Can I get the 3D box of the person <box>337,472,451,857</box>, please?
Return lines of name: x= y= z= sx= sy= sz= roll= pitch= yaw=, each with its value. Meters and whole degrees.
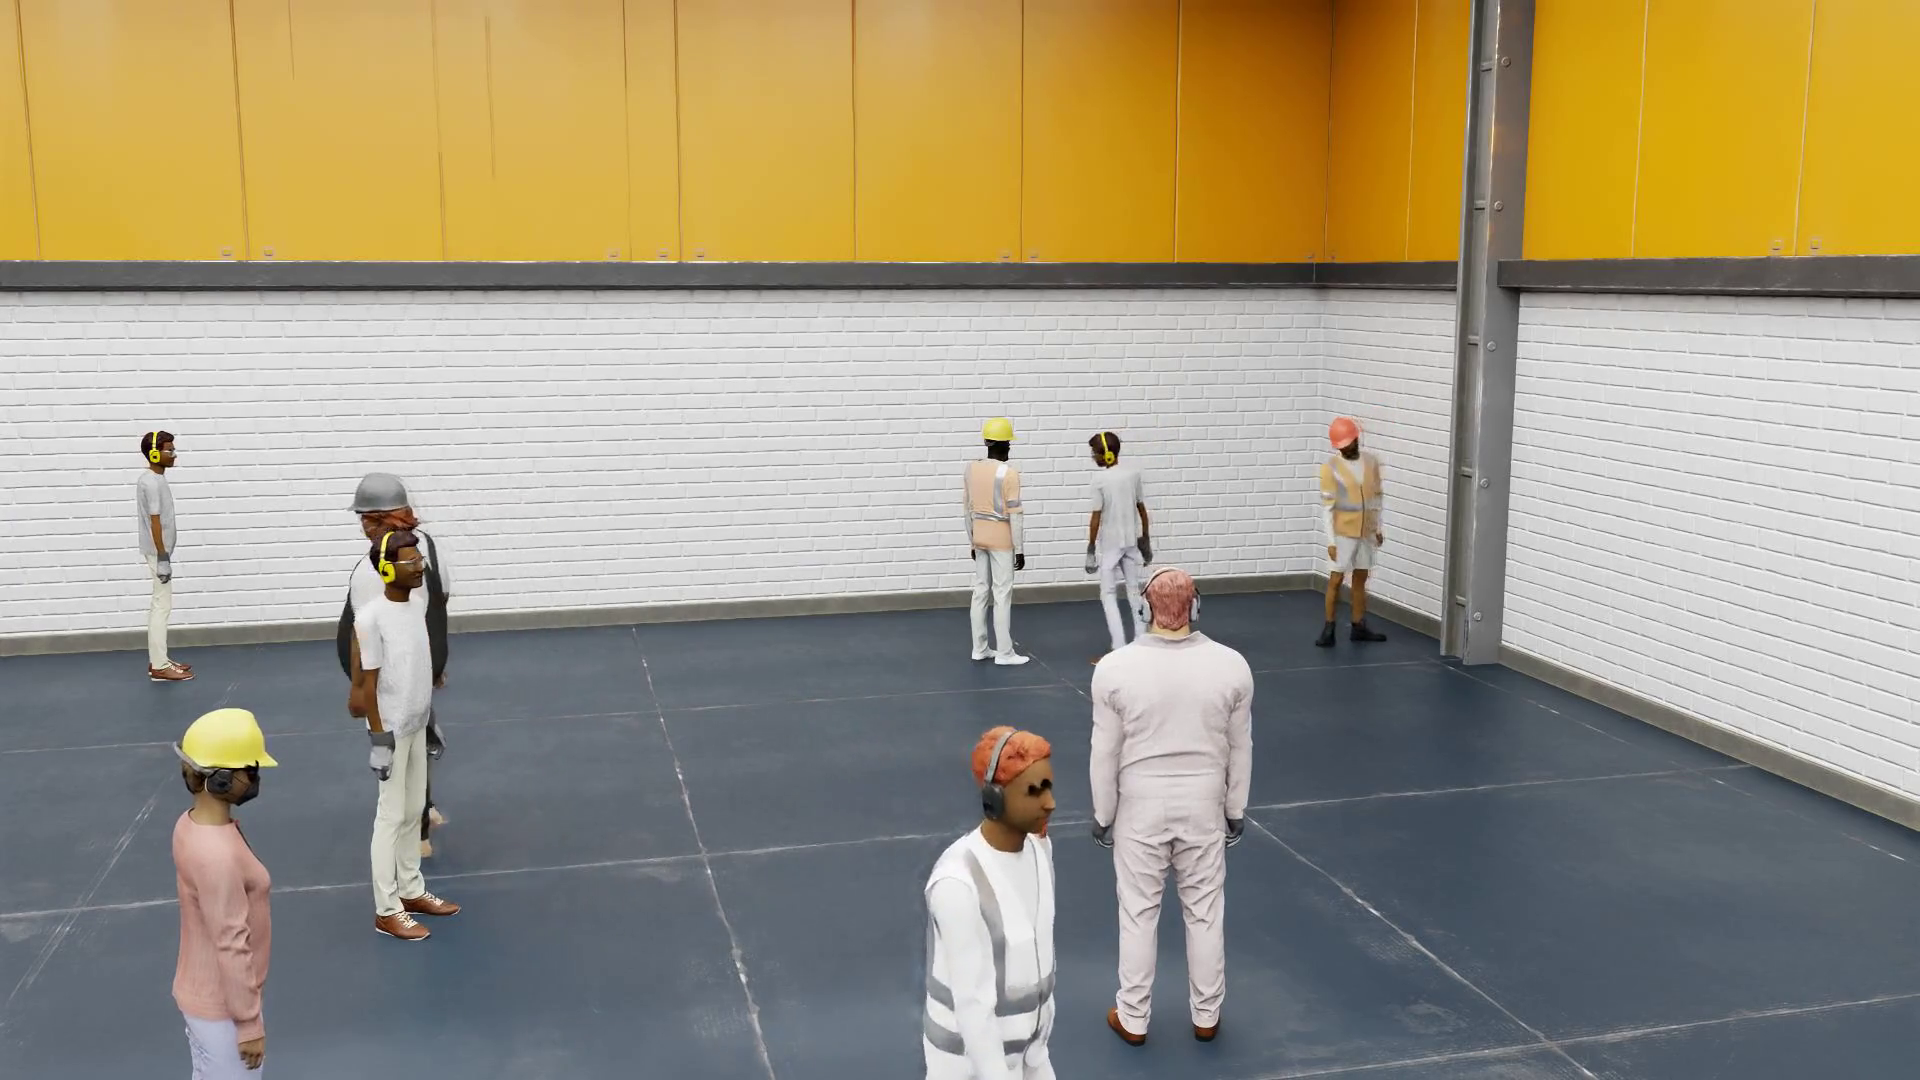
person: x=-2.938 y=0.646 z=8.592 sx=0.535 sy=2.000 sz=0.712 roll=1 pitch=9 yaw=6

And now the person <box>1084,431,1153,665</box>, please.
person: x=1.275 y=0.068 z=12.888 sx=0.697 sy=1.837 sz=0.306 roll=-6 pitch=11 yaw=-33

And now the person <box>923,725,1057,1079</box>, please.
person: x=0.150 y=1.410 z=4.481 sx=0.998 sy=1.824 sz=0.573 roll=6 pitch=11 yaw=35

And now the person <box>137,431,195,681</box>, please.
person: x=-5.970 y=0.119 z=12.445 sx=0.309 sy=1.859 sz=0.535 roll=-5 pitch=10 yaw=-27

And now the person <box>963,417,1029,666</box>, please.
person: x=0.278 y=0.014 z=12.887 sx=0.362 sy=1.928 sz=0.587 roll=-9 pitch=13 yaw=-44

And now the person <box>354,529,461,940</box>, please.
person: x=-2.549 y=0.878 z=7.659 sx=0.329 sy=1.877 sz=0.514 roll=2 pitch=9 yaw=11

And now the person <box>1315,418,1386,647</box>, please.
person: x=3.227 y=-0.056 z=13.485 sx=0.700 sy=1.889 sz=0.379 roll=-4 pitch=10 yaw=-21

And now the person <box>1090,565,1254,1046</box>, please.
person: x=0.817 y=1.042 z=6.536 sx=0.643 sy=1.909 sz=0.411 roll=-1 pitch=9 yaw=-5

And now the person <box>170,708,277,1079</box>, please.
person: x=-2.161 y=1.367 z=4.957 sx=0.323 sy=1.764 sz=0.523 roll=-6 pitch=11 yaw=-34
